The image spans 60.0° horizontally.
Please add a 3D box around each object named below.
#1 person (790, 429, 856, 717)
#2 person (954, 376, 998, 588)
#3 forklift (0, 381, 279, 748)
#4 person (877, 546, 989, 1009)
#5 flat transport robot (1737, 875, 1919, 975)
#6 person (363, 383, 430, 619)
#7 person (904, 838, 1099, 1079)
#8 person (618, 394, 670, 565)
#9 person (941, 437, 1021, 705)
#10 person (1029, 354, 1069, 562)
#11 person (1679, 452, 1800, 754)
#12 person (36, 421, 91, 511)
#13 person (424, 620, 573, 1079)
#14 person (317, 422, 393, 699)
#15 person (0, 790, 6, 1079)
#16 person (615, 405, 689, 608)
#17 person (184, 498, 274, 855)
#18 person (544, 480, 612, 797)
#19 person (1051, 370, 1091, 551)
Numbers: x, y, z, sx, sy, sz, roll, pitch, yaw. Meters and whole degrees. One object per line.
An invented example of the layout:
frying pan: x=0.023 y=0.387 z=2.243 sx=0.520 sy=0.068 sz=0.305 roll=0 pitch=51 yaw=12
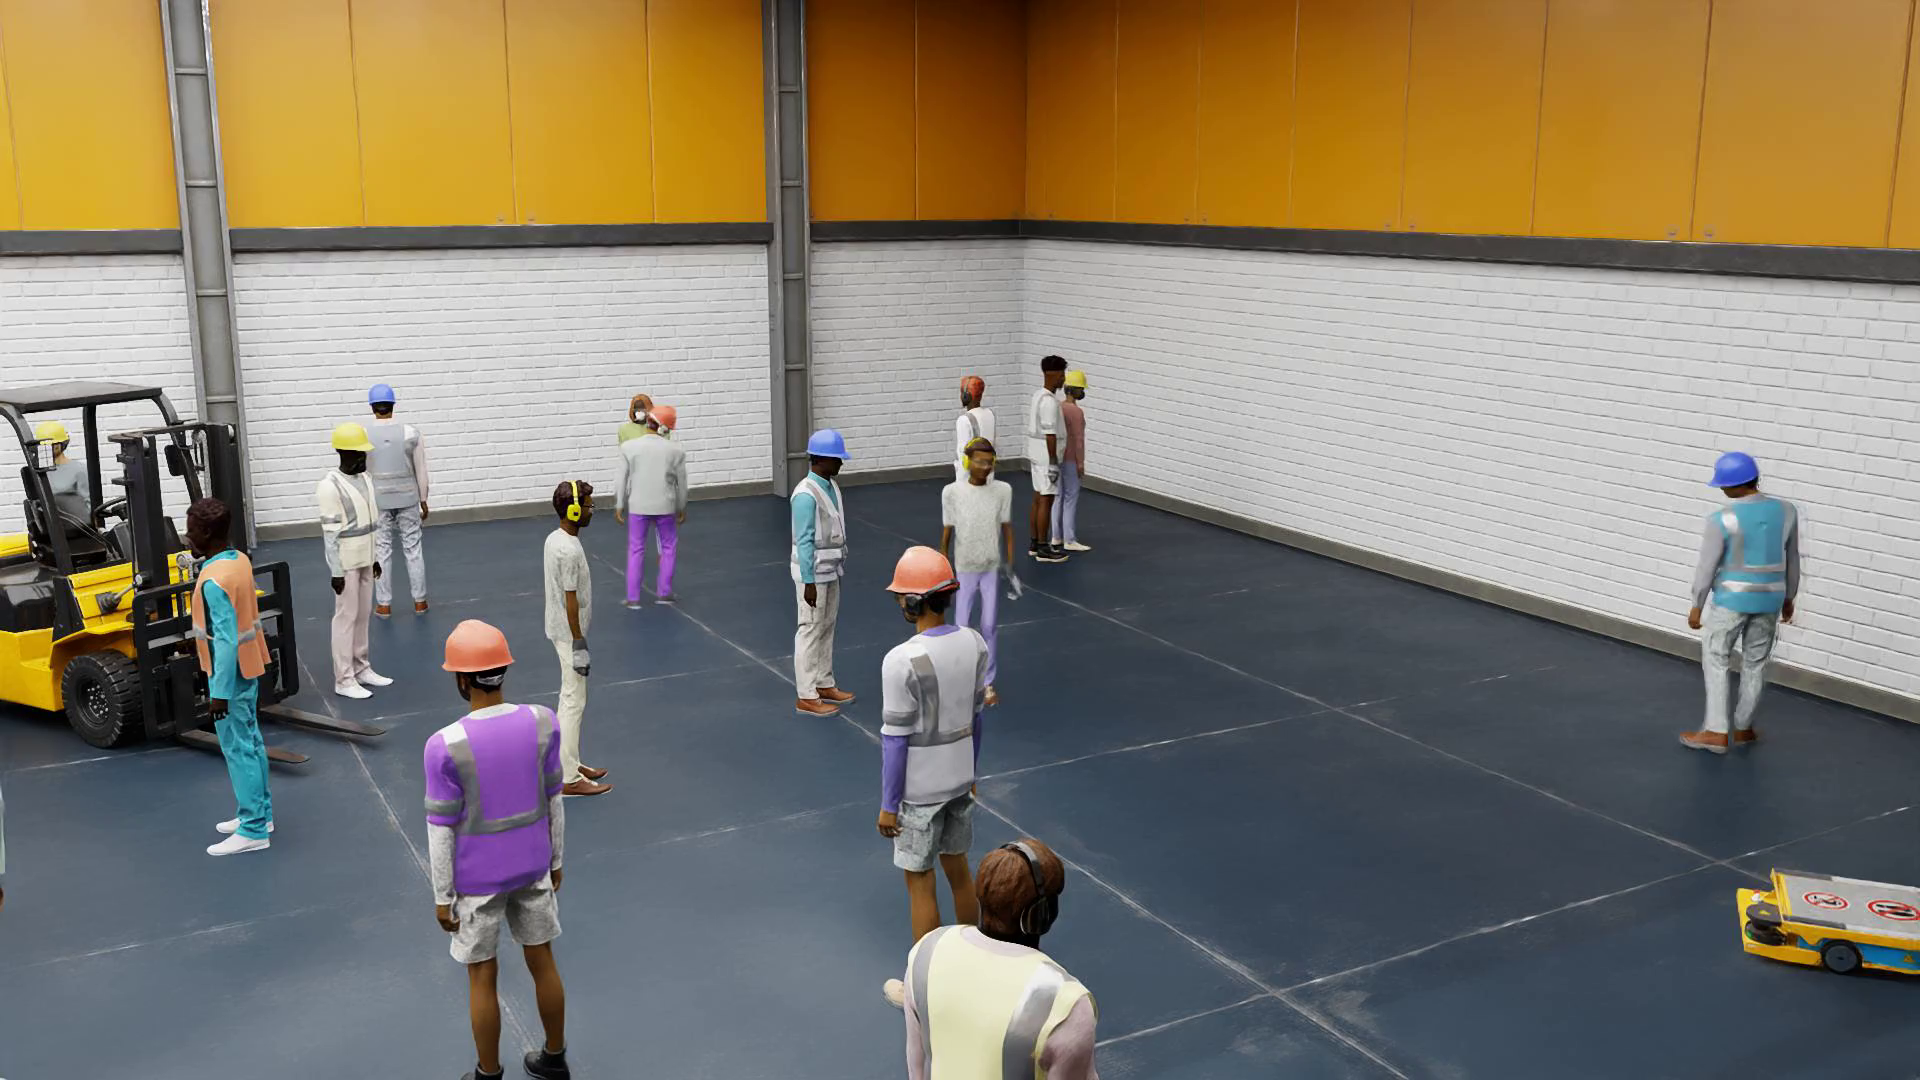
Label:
person: x=-0.930 y=0.216 z=11.198 sx=0.415 sy=1.939 sz=0.604 roll=3 pitch=13 yaw=16
person: x=0.127 y=-0.512 z=14.738 sx=0.339 sy=1.879 sz=0.584 roll=7 pitch=14 yaw=30
forklift: x=-5.853 y=0.085 z=11.199 sx=2.313 sy=2.155 sz=1.214 roll=7 pitch=14 yaw=28
person: x=-0.138 y=1.030 z=7.170 sx=0.419 sy=2.036 sz=0.601 roll=9 pitch=15 yaw=37
flat transport robot: x=4.392 y=1.806 z=7.670 sx=1.431 sy=0.197 sz=0.652 roll=5 pitch=13 yaw=21
person: x=-4.675 y=-0.316 z=13.684 sx=0.602 sy=1.938 sz=0.403 roll=-5 pitch=13 yaw=-23
person: x=0.145 y=1.690 z=4.512 sx=0.634 sy=1.841 sz=0.429 roll=11 pitch=16 yaw=42
person: x=-2.947 y=-0.566 z=15.599 sx=0.494 sy=1.624 sz=0.280 roll=0 pitch=12 yaw=-1
person: x=0.128 y=0.215 z=11.371 sx=0.536 sy=1.867 sz=0.337 roll=-4 pitch=13 yaw=-16
person: x=0.836 y=-0.782 z=15.811 sx=0.367 sy=1.961 sz=0.609 roll=-2 pitch=12 yaw=-8
person: x=4.910 y=0.402 z=10.415 sx=0.710 sy=1.906 sz=0.398 roll=-1 pitch=12 yaw=-4
person: x=-6.927 y=-0.051 z=12.875 sx=0.517 sy=1.757 sz=0.337 roll=1 pitch=12 yaw=6
person: x=-1.781 y=1.249 z=6.381 sx=0.549 sy=1.928 sz=0.388 roll=-10 pitch=16 yaw=-39
person: x=-4.211 y=0.133 z=11.604 sx=0.385 sy=1.925 sz=0.591 roll=2 pitch=12 yaw=8
person: x=-3.687 y=1.303 z=6.154 sx=0.393 sy=1.916 sz=0.591 roll=-5 pitch=13 yaw=-24
person: x=-2.603 y=-0.280 z=14.077 sx=0.622 sy=1.711 sz=0.374 roll=-2 pitch=12 yaw=-10
person: x=-3.888 y=0.719 z=8.881 sx=0.376 sy=1.917 sz=0.600 roll=-3 pitch=12 yaw=-14
person: x=-2.247 y=0.573 z=9.713 sx=0.334 sy=1.860 sz=0.509 roll=-4 pitch=13 yaw=-20
person: x=1.088 y=-0.776 z=16.264 sx=0.336 sy=1.762 sz=0.526 roll=-5 pitch=13 yaw=-22
